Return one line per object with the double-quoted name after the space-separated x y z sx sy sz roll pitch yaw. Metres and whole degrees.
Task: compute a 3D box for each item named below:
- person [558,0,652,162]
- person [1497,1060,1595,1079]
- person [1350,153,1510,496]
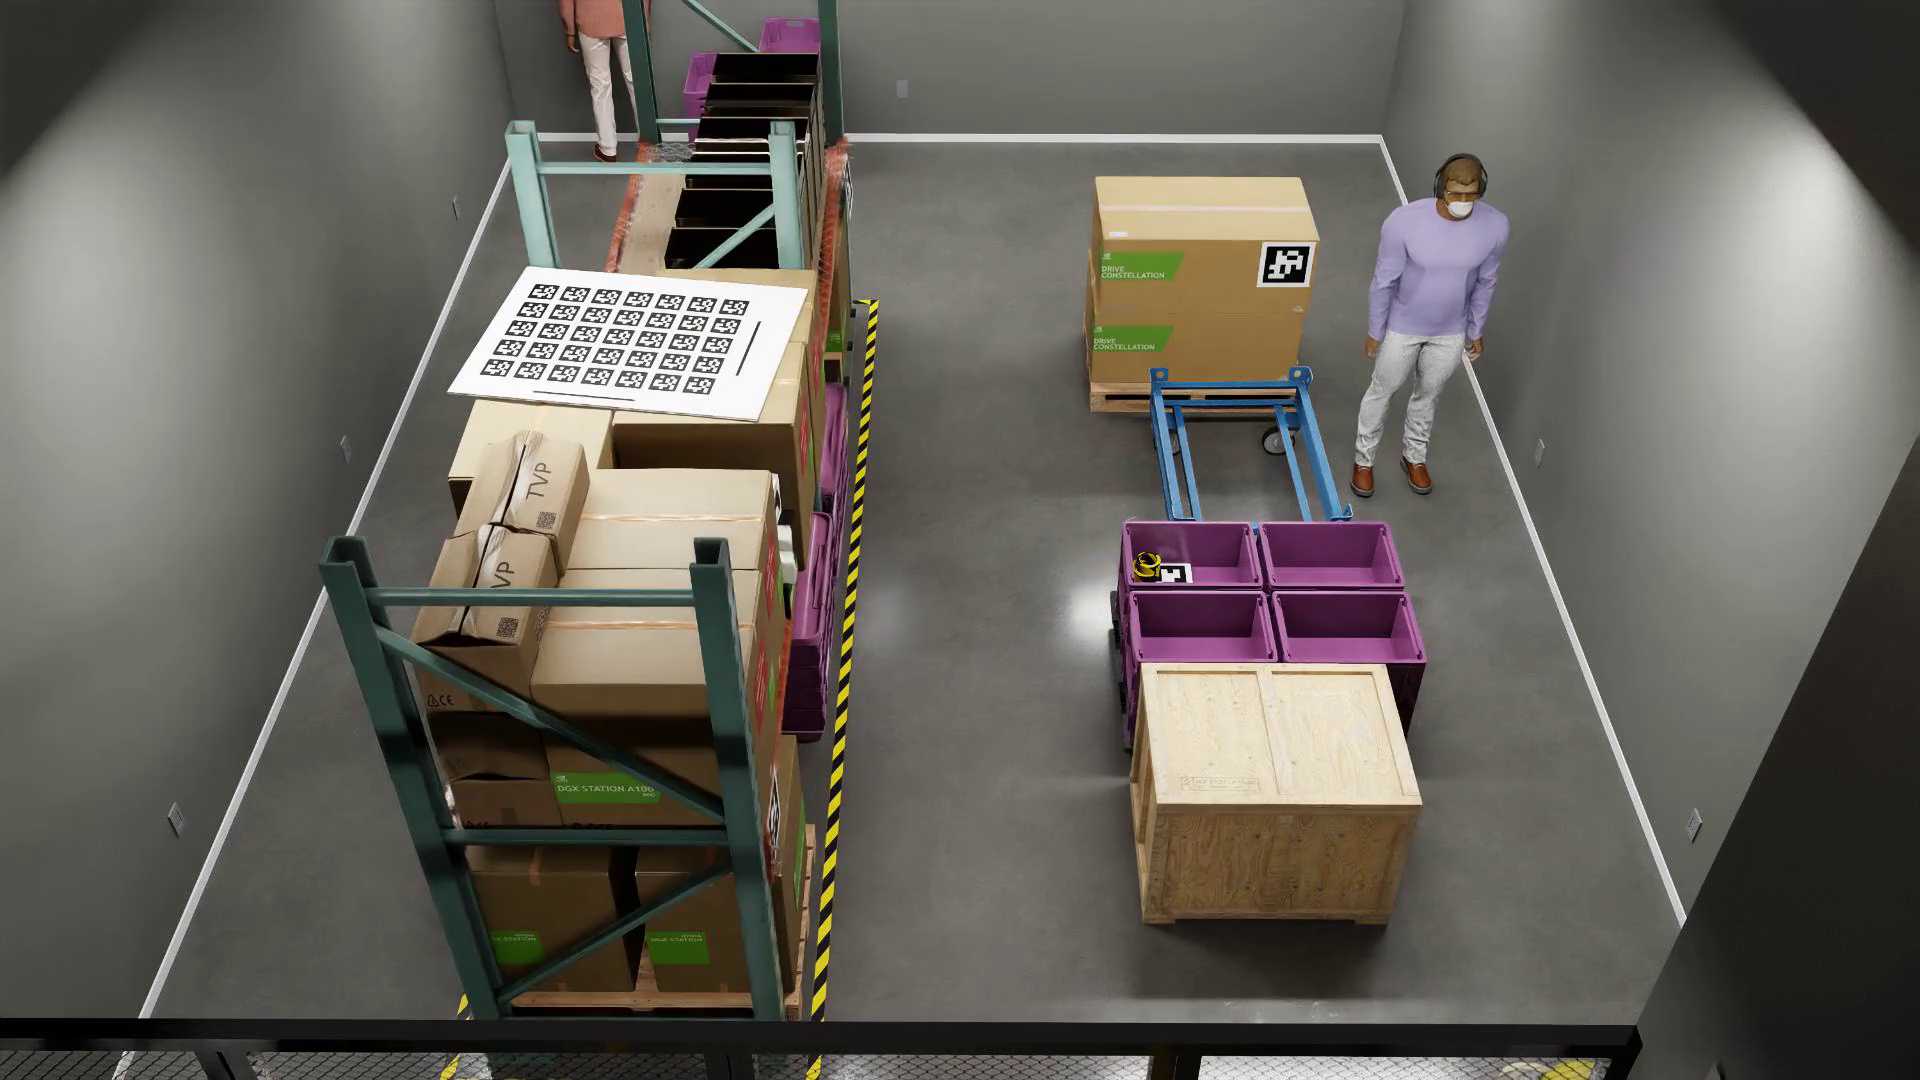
-2.330 -3.421 10.973 0.611 1.995 0.375 -16 44 -18 "person"
1.609 2.060 4.842 0.404 1.834 0.591 6 42 7 "person"
2.332 -1.061 8.324 0.627 1.941 0.373 -1 41 -1 "person"
